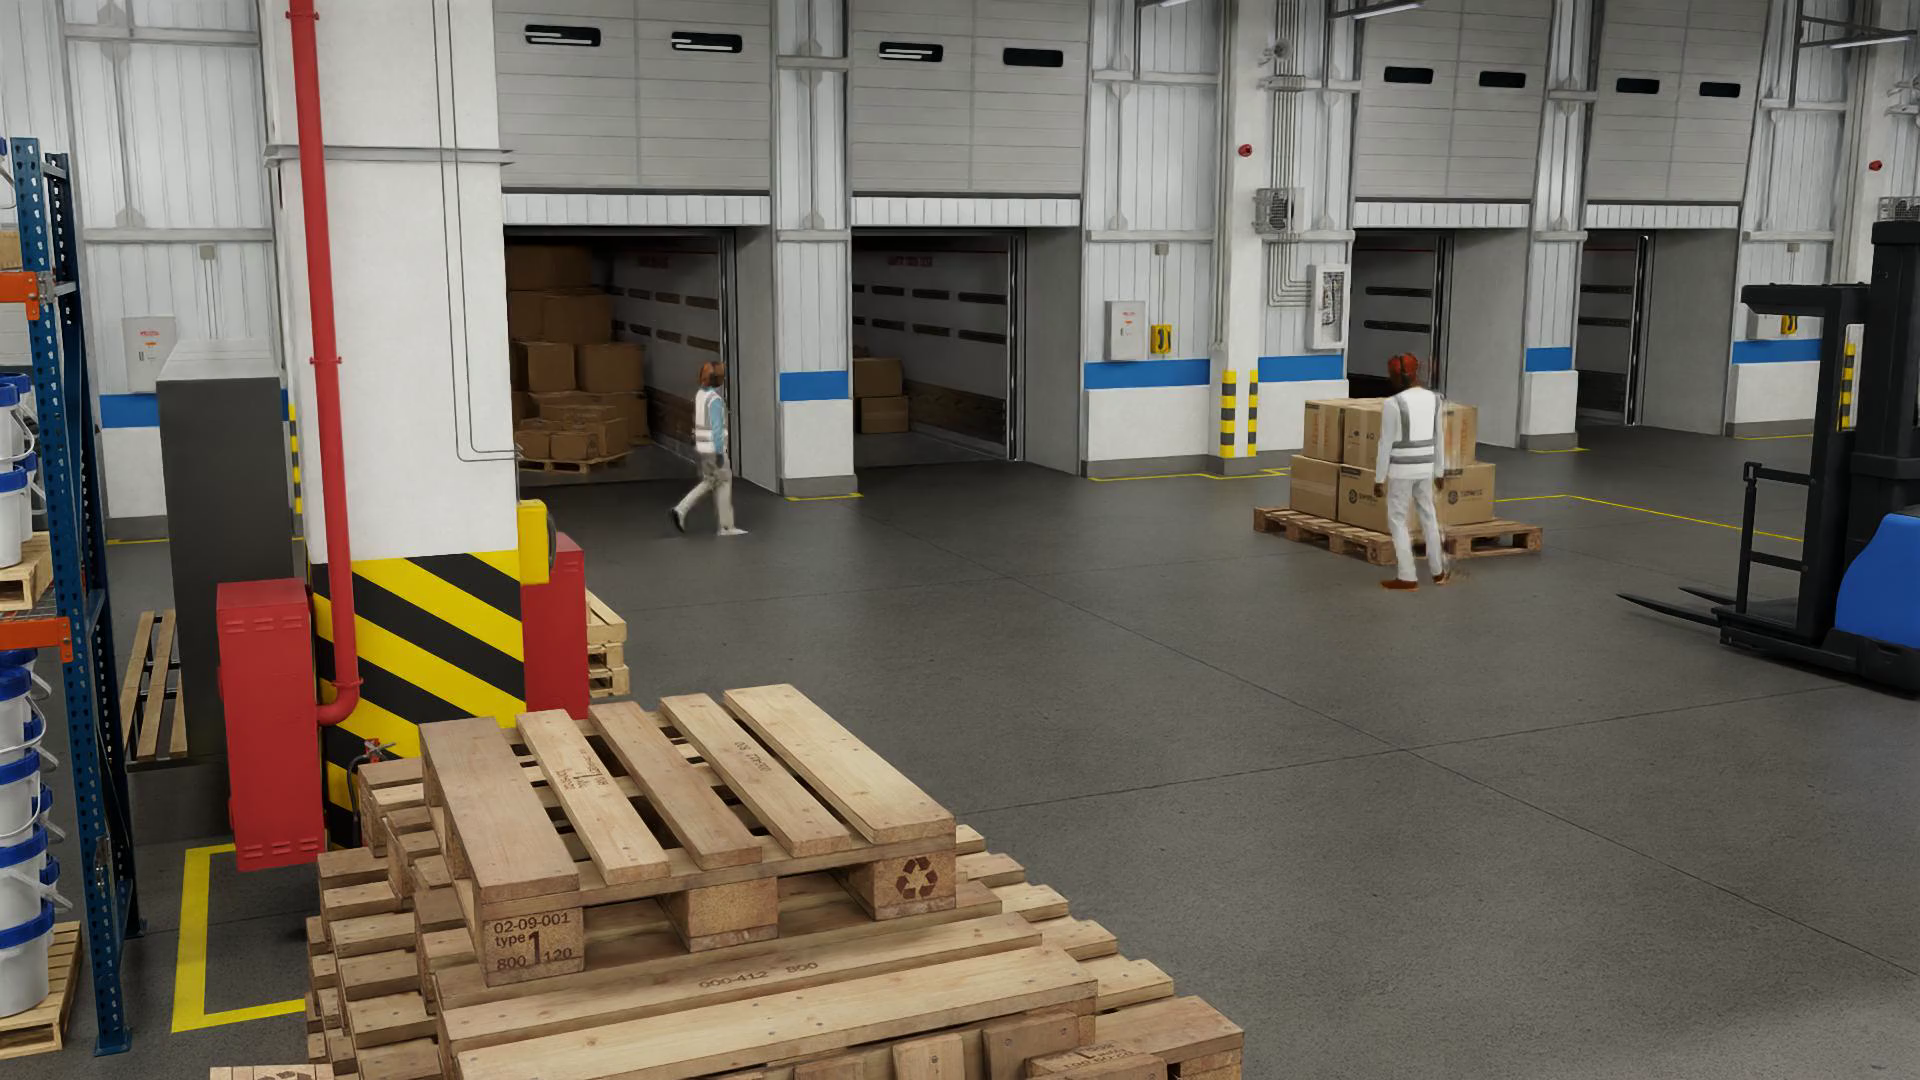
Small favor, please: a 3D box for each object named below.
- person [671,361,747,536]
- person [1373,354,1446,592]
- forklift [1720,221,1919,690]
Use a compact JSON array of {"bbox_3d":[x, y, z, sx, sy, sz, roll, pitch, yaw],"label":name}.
[{"bbox_3d":[-2.301,-0.821,15.185,0.605,1.620,0.527,-6,12,-30],"label":"person"},{"bbox_3d":[3.528,-0.522,12.899,0.784,1.854,0.388,-5,11,-26],"label":"person"},{"bbox_3d":[5.949,-0.550,10.218,1.129,2.768,1.873,-4,11,-23],"label":"forklift"}]
